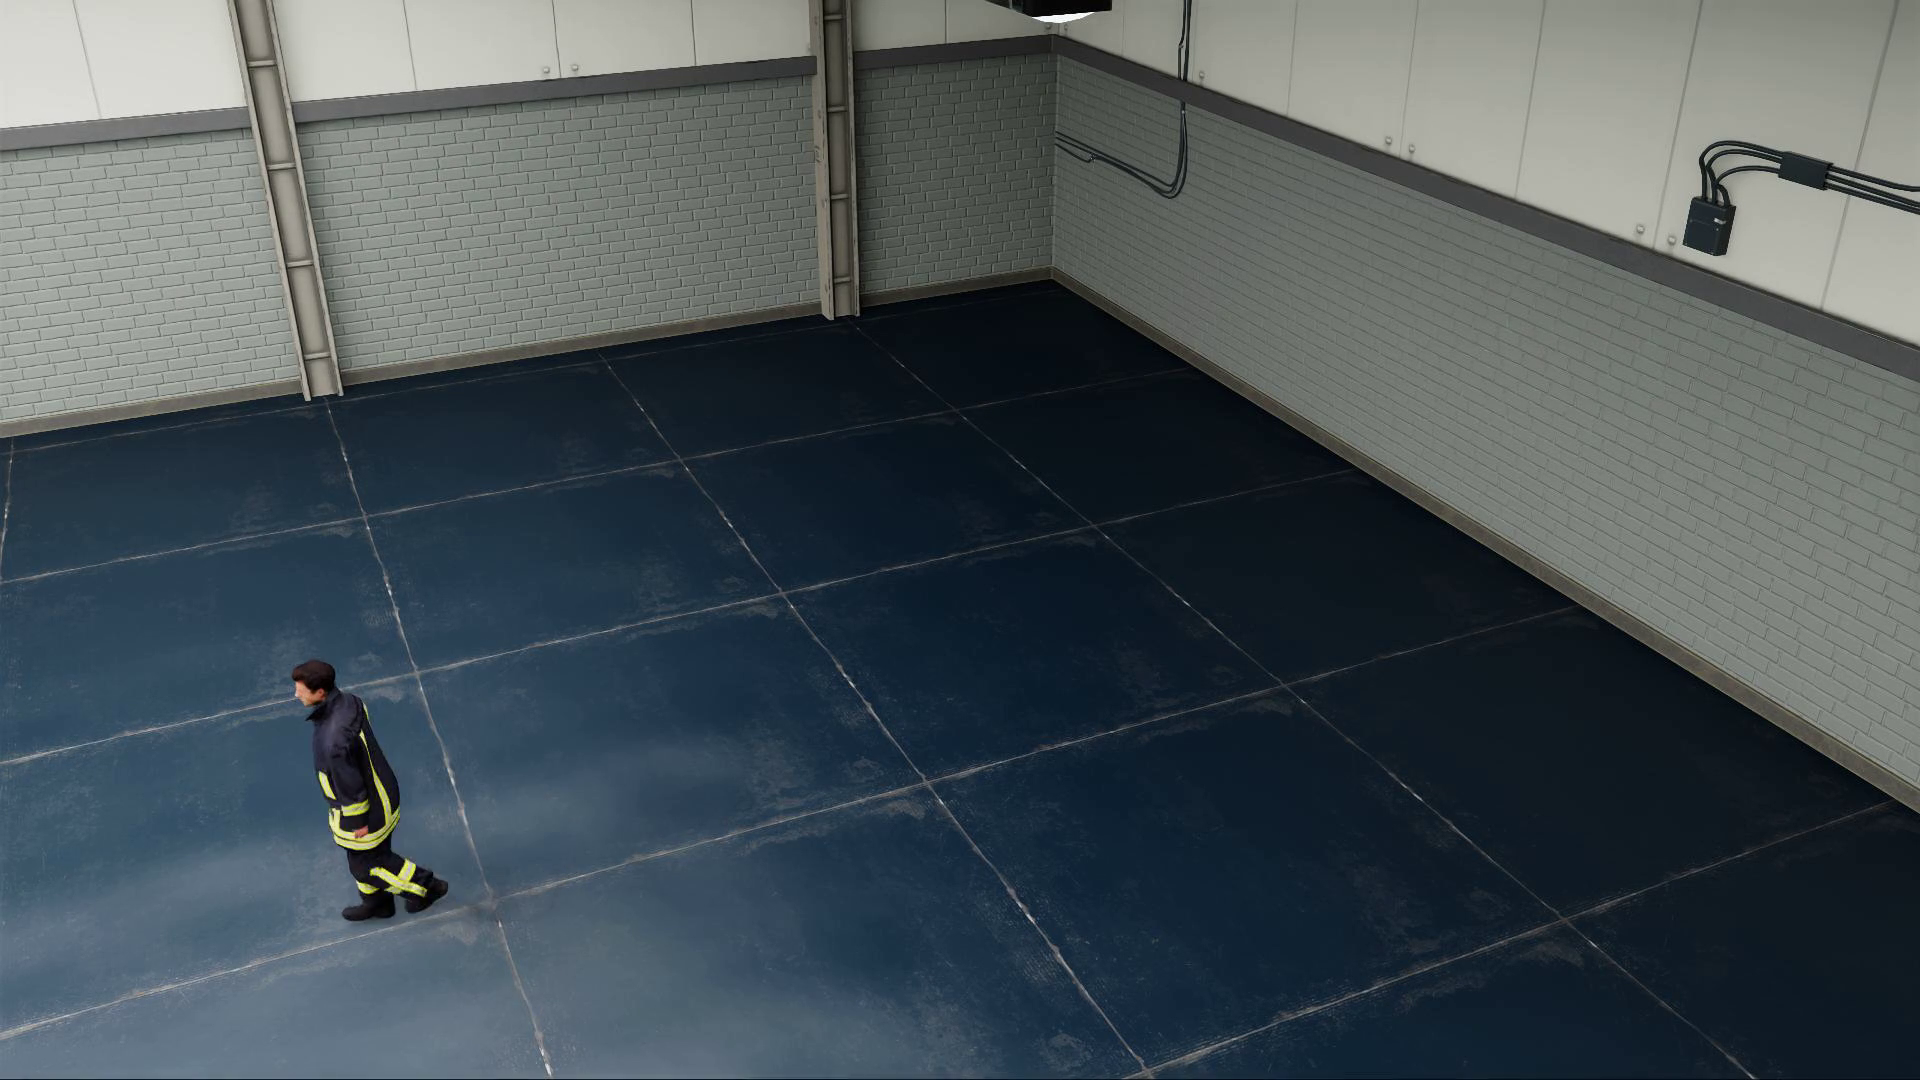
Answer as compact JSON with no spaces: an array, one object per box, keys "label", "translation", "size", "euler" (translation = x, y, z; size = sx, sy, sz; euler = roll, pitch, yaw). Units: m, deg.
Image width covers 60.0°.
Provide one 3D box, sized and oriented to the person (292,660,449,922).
[{"label":"person","translation":[-3.477,1.506,9.898],"size":[0.955,1.901,0.903],"euler":[-6,28,-12]}]
